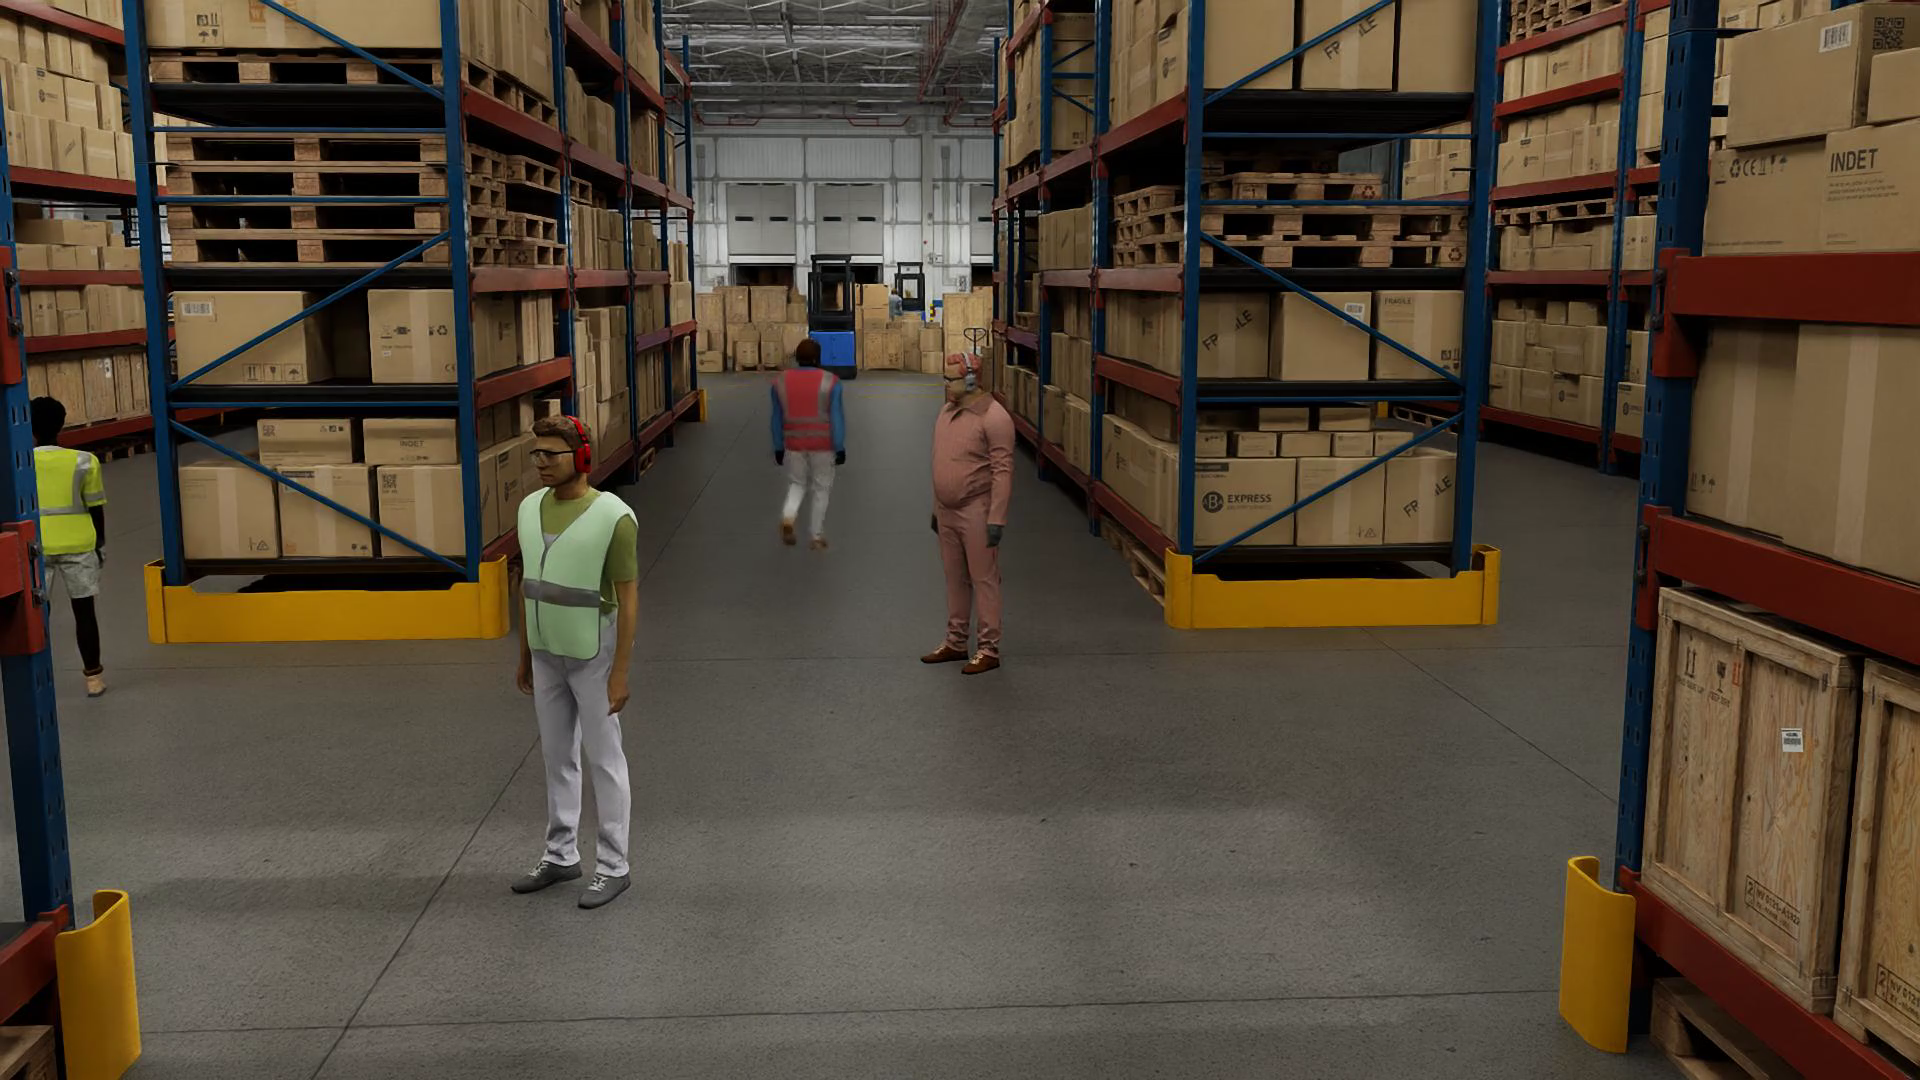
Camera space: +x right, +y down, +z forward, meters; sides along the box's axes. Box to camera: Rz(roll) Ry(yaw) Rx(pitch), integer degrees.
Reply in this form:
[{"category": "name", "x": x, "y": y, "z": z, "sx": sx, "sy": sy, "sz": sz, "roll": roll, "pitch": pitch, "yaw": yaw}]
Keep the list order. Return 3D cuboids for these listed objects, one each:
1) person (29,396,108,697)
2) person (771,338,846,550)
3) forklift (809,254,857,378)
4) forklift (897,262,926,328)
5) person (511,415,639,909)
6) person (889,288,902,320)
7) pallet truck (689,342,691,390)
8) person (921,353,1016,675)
[{"category": "person", "x": -5.015, "y": 0.050, "z": 9.234, "sx": 0.529, "sy": 1.692, "sz": 0.320, "roll": -5, "pitch": 10, "yaw": -29}, {"category": "person", "x": -1.284, "y": -0.804, "z": 14.173, "sx": 0.632, "sy": 1.827, "sz": 0.517, "roll": 2, "pitch": 9, "yaw": 14}, {"category": "forklift", "x": -2.942, "y": -5.145, "z": 38.138, "sx": 1.129, "sy": 2.768, "sz": 1.873, "roll": -1, "pitch": 9, "yaw": -4}, {"category": "forklift", "x": -1.780, "y": -8.547, "z": 59.499, "sx": 1.129, "sy": 2.768, "sz": 1.873, "roll": -1, "pitch": 9, "yaw": -4}, {"category": "person", "x": -1.438, "y": 0.446, "z": 6.268, "sx": 0.564, "sy": 1.846, "sz": 0.390, "roll": 5, "pitch": 11, "yaw": 30}, {"category": "person", "x": -2.298, "y": -7.827, "z": 57.971, "sx": 0.634, "sy": 1.929, "sz": 0.380, "roll": 4, "pitch": 10, "yaw": 21}, {"category": "pallet truck", "x": -5.225, "y": -3.008, "z": 27.480, "sx": 1.885, "sy": 1.965, "sz": 0.823, "roll": 2, "pitch": 9, "yaw": 14}, {"category": "person", "x": 0.030, "y": -0.160, "z": 9.902, "sx": 0.404, "sy": 1.903, "sz": 0.636, "roll": -7, "pitch": 11, "yaw": -37}]
